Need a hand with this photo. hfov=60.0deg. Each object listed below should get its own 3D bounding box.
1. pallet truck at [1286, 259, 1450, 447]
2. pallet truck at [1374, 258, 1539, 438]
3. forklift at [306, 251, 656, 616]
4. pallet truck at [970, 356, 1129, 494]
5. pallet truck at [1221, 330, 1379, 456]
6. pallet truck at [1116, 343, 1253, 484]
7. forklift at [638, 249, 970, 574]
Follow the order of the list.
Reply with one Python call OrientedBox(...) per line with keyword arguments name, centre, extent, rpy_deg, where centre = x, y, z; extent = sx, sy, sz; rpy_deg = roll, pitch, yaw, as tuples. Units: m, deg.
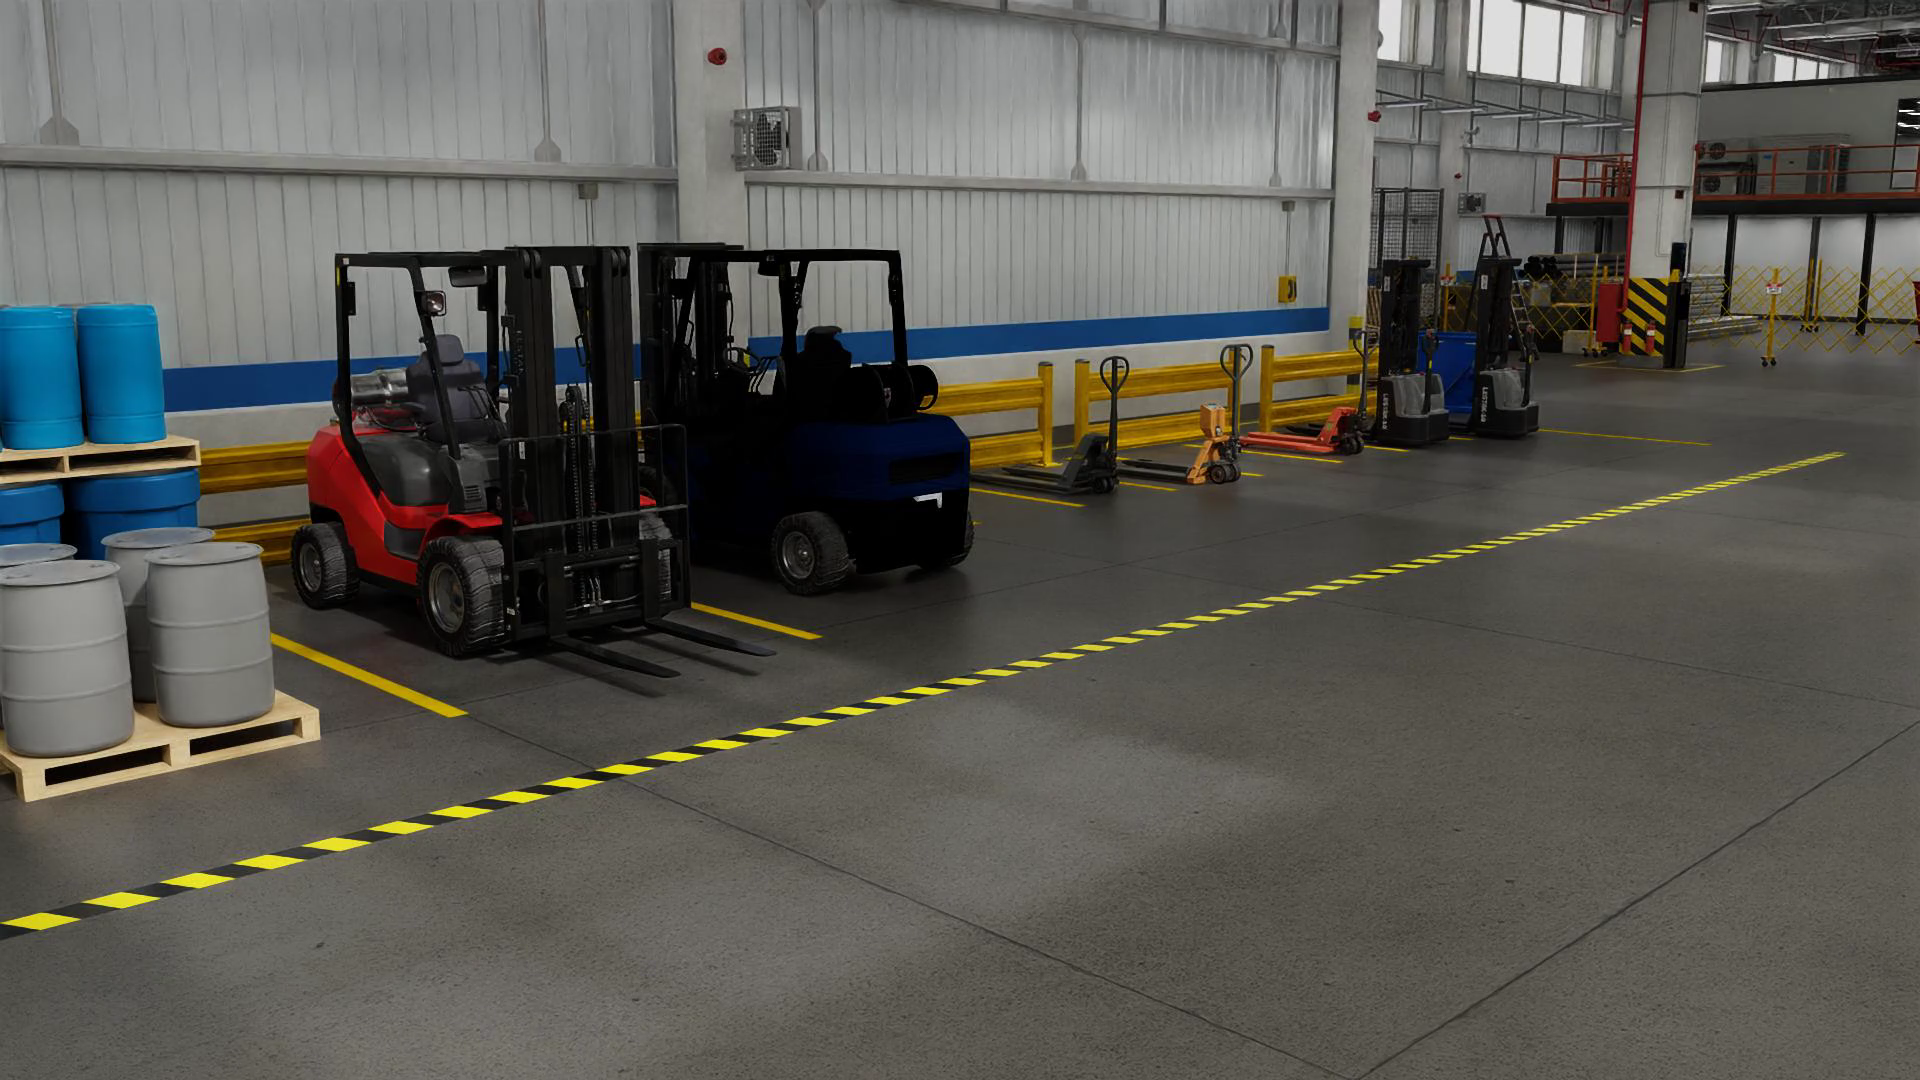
OrientedBox(name="pallet truck", centre=(4.493, -2.078, 18.196), extent=(0.823, 1.965, 1.885), rpy_deg=(-9, 14, -40))
OrientedBox(name="pallet truck", centre=(5.704, -2.208, 18.901), extent=(1.885, 1.965, 0.823), rpy_deg=(10, 14, 43))
OrientedBox(name="forklift", centre=(-2.833, -0.669, 9.694), extent=(1.157, 1.987, 2.680), rpy_deg=(-10, 14, -44))
OrientedBox(name="pallet truck", centre=(0.784, -1.085, 14.876), extent=(0.680, 1.201, 1.601), rpy_deg=(-10, 14, -44))
OrientedBox(name="pallet truck", centre=(3.563, -1.581, 17.381), extent=(0.653, 1.274, 1.630), rpy_deg=(-10, 14, -44))
OrientedBox(name="pallet truck", centre=(1.962, -1.215, 15.415), extent=(1.522, 1.261, 0.704), rpy_deg=(10, 14, 43))
OrientedBox(name="forklift", centre=(-1.173, -0.958, 11.239), extent=(2.680, 1.987, 1.157), rpy_deg=(10, 14, 43))
